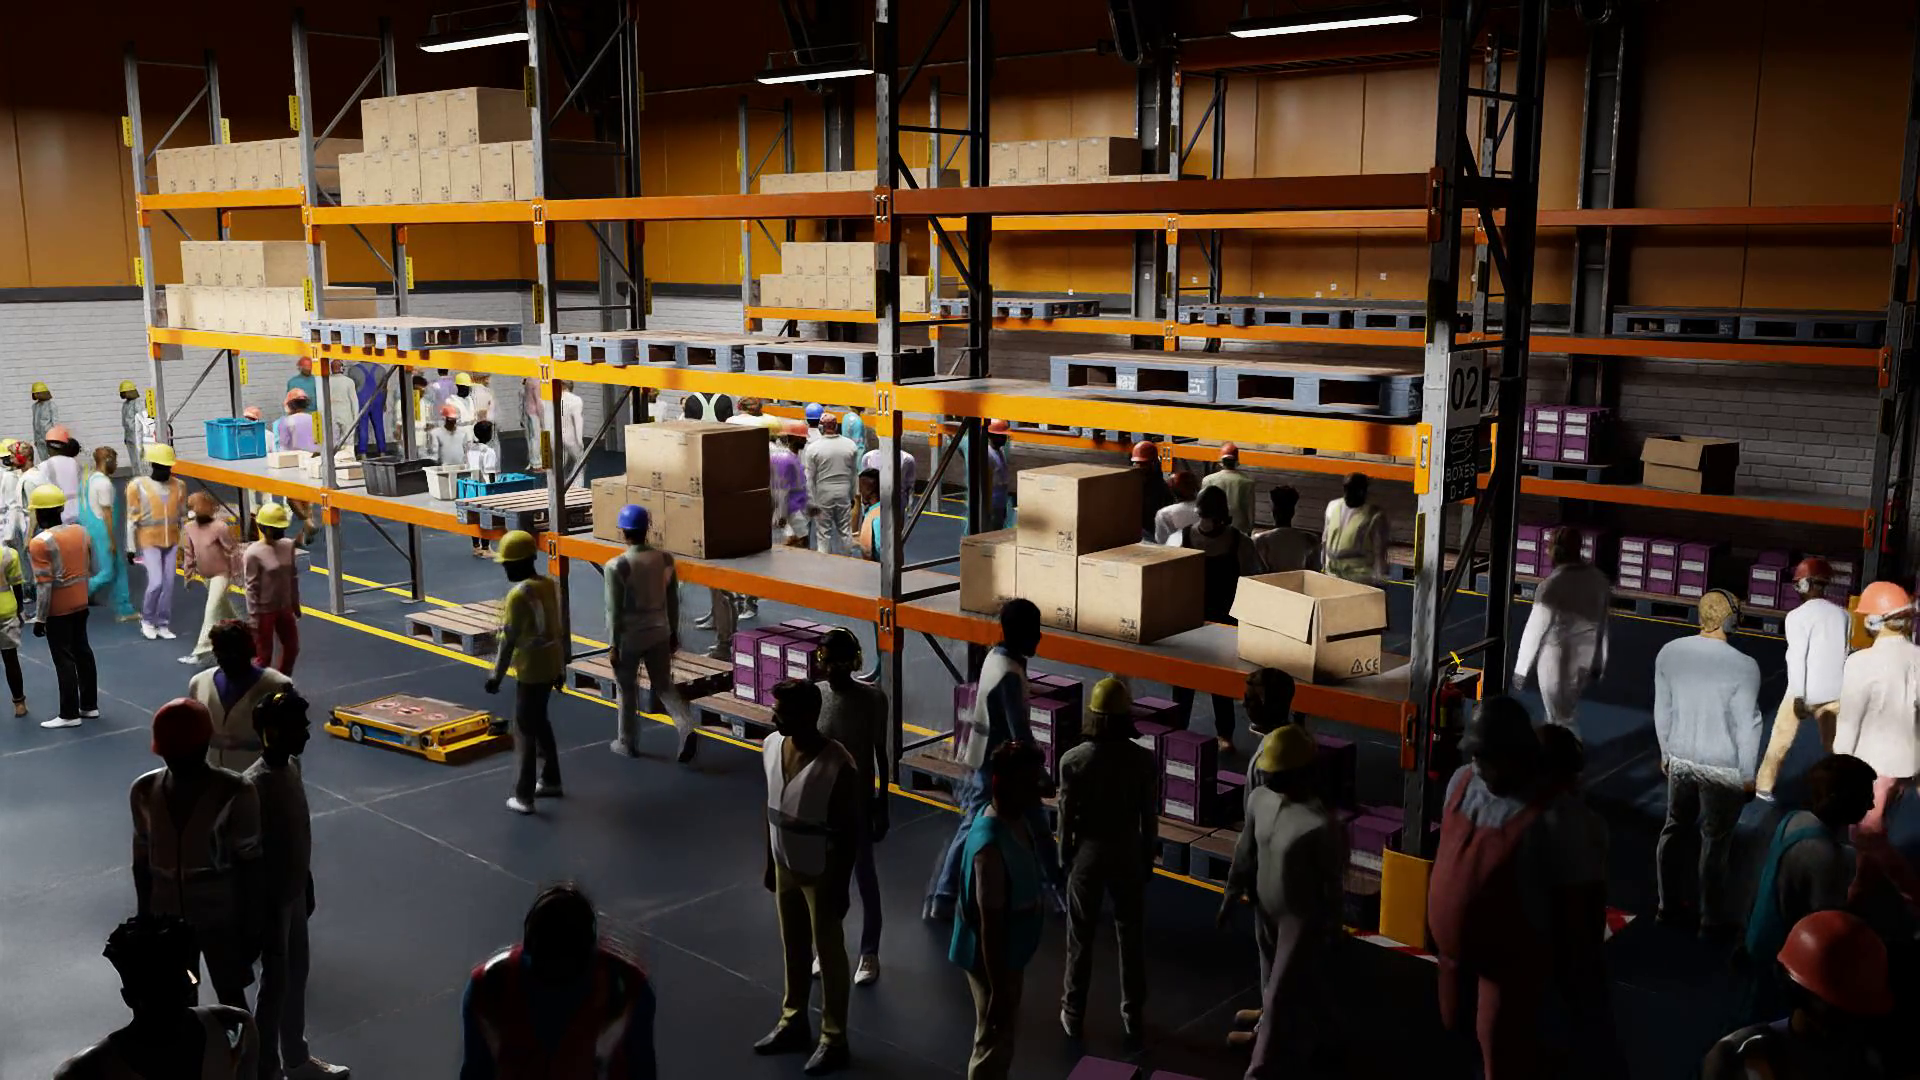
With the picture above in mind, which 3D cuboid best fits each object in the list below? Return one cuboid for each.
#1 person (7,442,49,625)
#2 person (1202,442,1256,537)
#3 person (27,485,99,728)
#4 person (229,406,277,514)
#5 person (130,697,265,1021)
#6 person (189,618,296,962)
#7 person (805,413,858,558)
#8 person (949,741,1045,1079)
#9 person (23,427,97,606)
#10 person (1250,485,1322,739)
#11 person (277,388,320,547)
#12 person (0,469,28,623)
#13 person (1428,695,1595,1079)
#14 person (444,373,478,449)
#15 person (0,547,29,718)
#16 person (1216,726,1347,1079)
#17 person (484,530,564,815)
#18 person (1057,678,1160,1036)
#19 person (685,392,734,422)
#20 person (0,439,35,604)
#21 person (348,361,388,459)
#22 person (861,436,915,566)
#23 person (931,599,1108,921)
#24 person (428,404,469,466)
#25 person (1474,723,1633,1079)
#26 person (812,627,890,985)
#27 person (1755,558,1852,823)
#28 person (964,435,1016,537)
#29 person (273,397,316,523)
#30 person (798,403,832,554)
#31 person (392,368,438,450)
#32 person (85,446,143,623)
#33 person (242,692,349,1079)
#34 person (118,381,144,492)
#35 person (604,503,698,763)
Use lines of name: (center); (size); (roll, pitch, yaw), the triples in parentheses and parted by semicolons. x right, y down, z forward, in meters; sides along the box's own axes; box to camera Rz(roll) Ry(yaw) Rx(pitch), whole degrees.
person: (-9.269, -0.075, 16.691); (0.388, 1.837, 0.564); (-4, 11, -23)
person: (2.790, -0.145, 17.329); (0.570, 1.747, 0.343); (1, 10, 5)
person: (-7.065, 0.519, 13.075); (0.363, 1.929, 0.585); (1, 10, 7)
person: (-9.093, -0.859, 21.411); (0.609, 1.737, 0.378); (-9, 13, -40)
person: (-3.215, 1.590, 7.026); (0.548, 1.927, 0.390); (0, 10, 1)
person: (-3.819, 1.313, 8.856); (0.584, 1.834, 0.523); (1, 10, 7)
person: (-1.472, -0.491, 18.882); (0.647, 1.902, 0.400); (-5, 11, -27)
person: (0.151, 1.695, 6.668); (0.377, 1.839, 0.567); (1, 10, 8)
person: (-9.507, -0.245, 17.527); (0.968, 1.875, 0.569); (5, 11, 27)
person: (2.465, 0.552, 12.779); (0.614, 1.963, 0.359); (-1, 10, -7)
person: (-8.233, -0.891, 20.853); (0.685, 1.999, 0.682); (8, 13, 39)
person: (-9.622, -0.050, 16.495); (0.585, 1.884, 0.426); (3, 10, 15)
person: (2.261, 1.576, 6.782); (0.763, 2.000, 0.699); (-4, 11, -24)
person: (-7.358, -1.522, 24.660); (0.409, 1.918, 0.585); (5, 11, 26)
person: (-7.729, 0.606, 13.234); (0.541, 1.696, 0.316); (-7, 12, -35)
person: (1.455, 1.639, 7.367); (0.936, 1.714, 0.533); (-7, 12, -33)
person: (-2.891, 0.867, 11.169); (0.457, 1.905, 0.580); (1, 10, 5)
person: (0.703, 1.517, 7.990); (0.486, 1.735, 0.338); (-1, 10, -3)
person: (-3.593, -1.457, 23.930); (0.689, 2.000, 0.539); (-1, 10, -7)
person: (-9.976, -0.202, 17.640); (0.524, 1.761, 0.339); (6, 12, 30)
person: (-10.559, -2.461, 29.606); (0.690, 2.000, 0.538); (-8, 13, -37)
person: (-0.774, -0.326, 17.858); (0.585, 1.927, 0.366); (0, 10, -1)
person: (0.315, 1.237, 9.204); (1.037, 1.857, 0.587); (1, 10, 4)
person: (-6.784, -0.963, 22.064); (0.561, 1.717, 0.856); (-7, 12, -36)
person: (2.586, 1.655, 7.069); (0.739, 1.789, 0.580); (-6, 12, -29)
person: (-0.599, 1.353, 8.558); (0.509, 1.862, 0.327); (3, 11, 19)
person: (5.657, 0.973, 11.133); (0.568, 1.694, 0.874); (-3, 11, -18)
person: (0.403, -0.668, 20.023); (0.646, 1.845, 1.032); (-9, 13, -42)
person: (-9.090, -1.111, 22.784); (0.574, 1.749, 0.337); (-6, 11, -29)
person: (-1.697, -0.639, 19.557); (0.609, 1.950, 0.379); (3, 11, 18)
person: (-8.477, -1.741, 25.987); (0.694, 1.874, 0.596); (-7, 12, -35)
person: (-8.579, -0.027, 16.551); (0.767, 1.803, 0.552); (-7, 12, -36)
person: (-2.961, 1.575, 7.308); (0.333, 1.860, 0.510); (0, 10, 1)
person: (-12.665, -1.573, 25.455); (0.483, 1.737, 0.321); (8, 13, 38)
person: (-2.269, 0.696, 12.123); (0.621, 1.923, 0.836); (-9, 14, -42)
